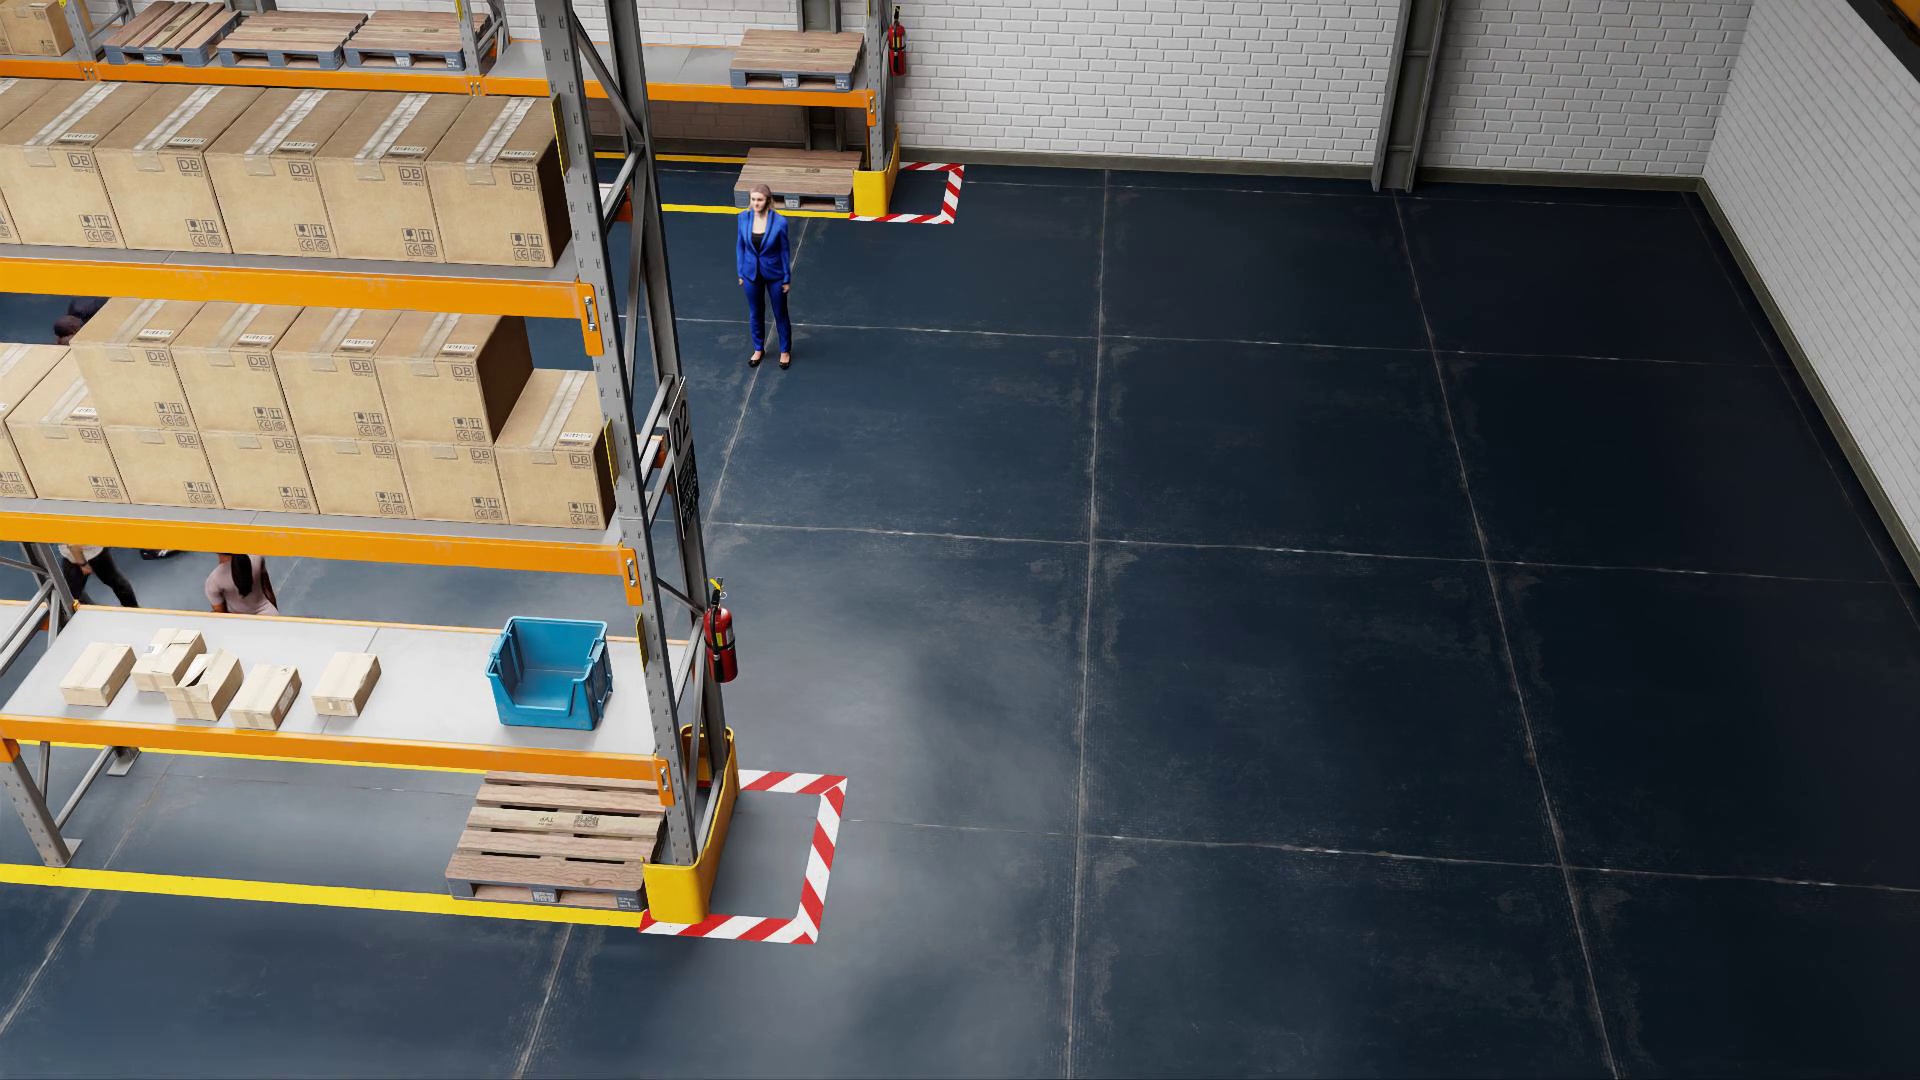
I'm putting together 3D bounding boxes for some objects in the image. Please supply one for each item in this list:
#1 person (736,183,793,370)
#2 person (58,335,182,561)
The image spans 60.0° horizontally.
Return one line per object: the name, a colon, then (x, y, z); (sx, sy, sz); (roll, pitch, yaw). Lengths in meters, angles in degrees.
person: (-1.673, -2.281, 14.322); (0.501, 1.700, 0.690); (6, 39, 8)
person: (-6.226, -0.688, 12.196); (0.779, 1.865, 0.750); (-18, 42, -22)
